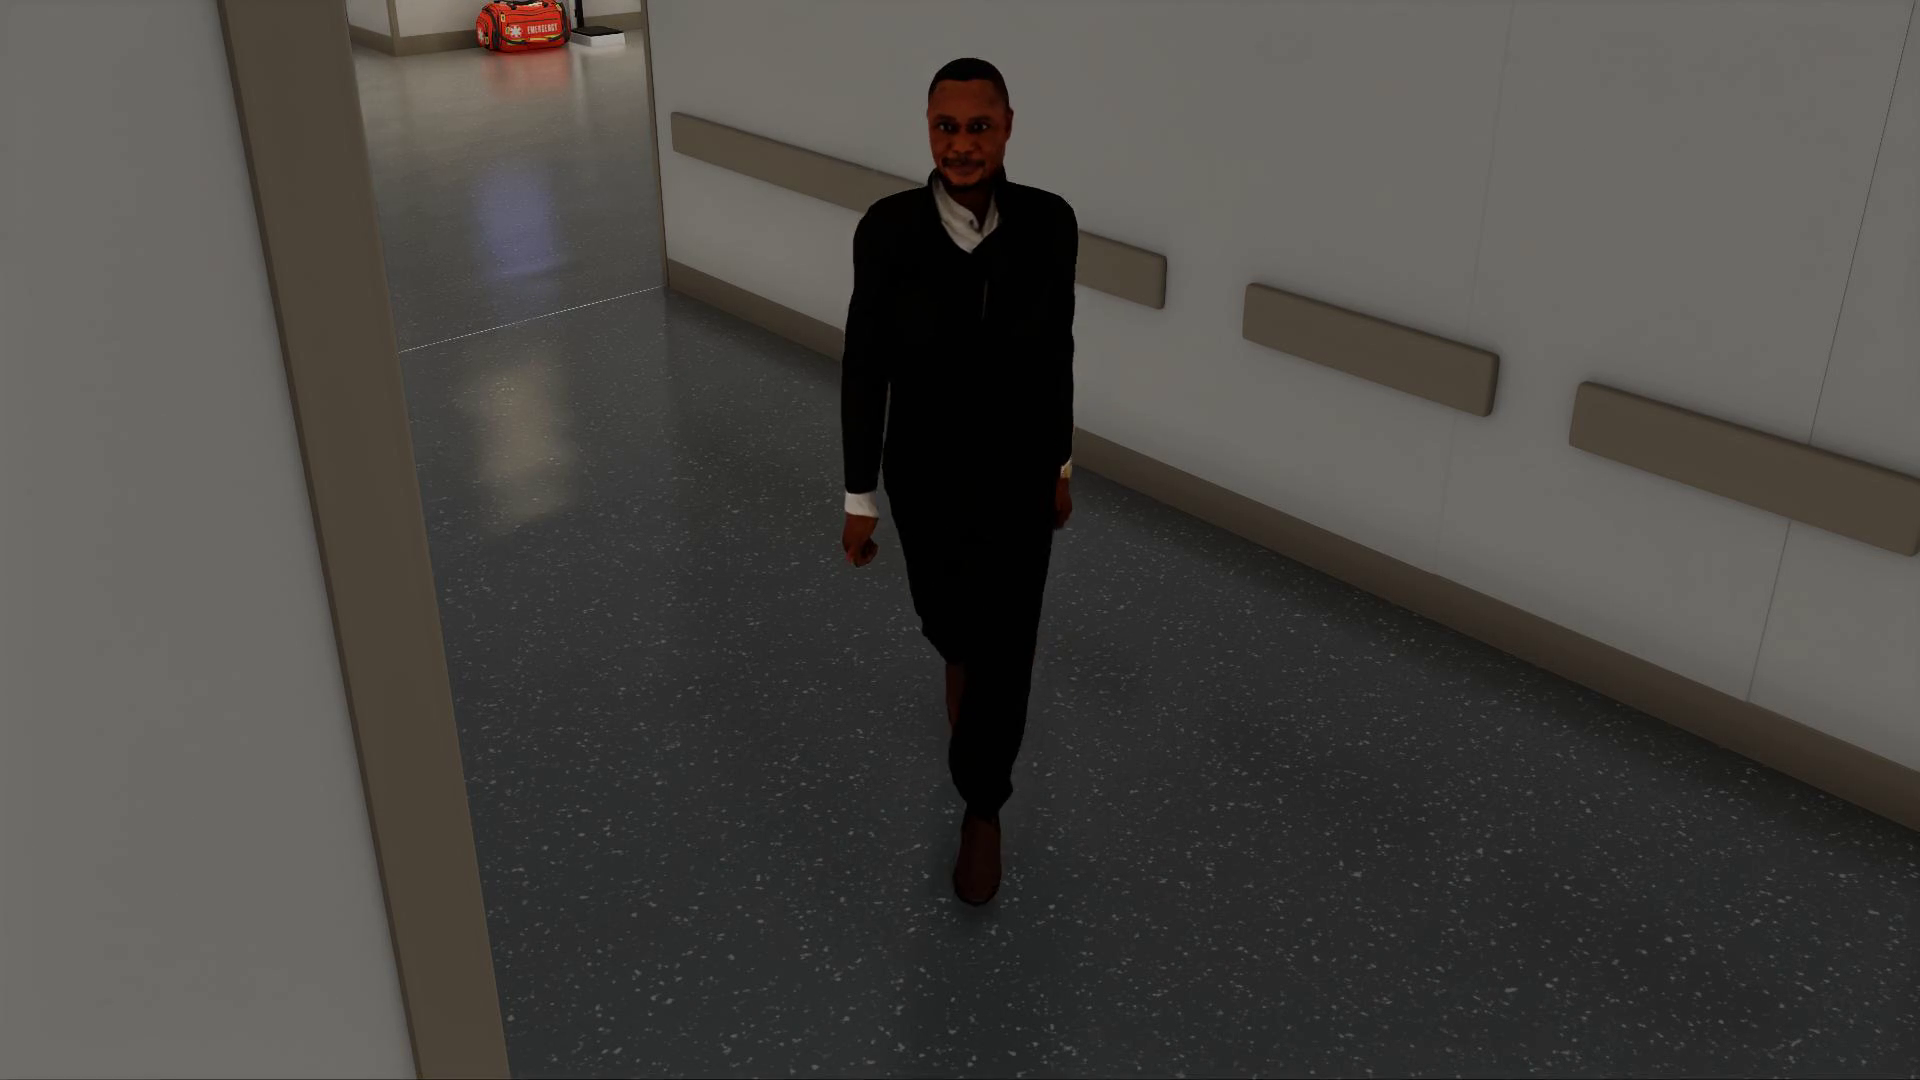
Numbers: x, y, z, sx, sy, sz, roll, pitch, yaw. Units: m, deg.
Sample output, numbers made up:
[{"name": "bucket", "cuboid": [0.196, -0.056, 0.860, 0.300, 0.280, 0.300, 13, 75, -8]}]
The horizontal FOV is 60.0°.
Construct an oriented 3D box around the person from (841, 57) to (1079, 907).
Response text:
[{"name": "person", "cuboid": [0.024, -0.183, 3.959, 1.261, 1.859, 1.291, 1, 26, 2]}]
